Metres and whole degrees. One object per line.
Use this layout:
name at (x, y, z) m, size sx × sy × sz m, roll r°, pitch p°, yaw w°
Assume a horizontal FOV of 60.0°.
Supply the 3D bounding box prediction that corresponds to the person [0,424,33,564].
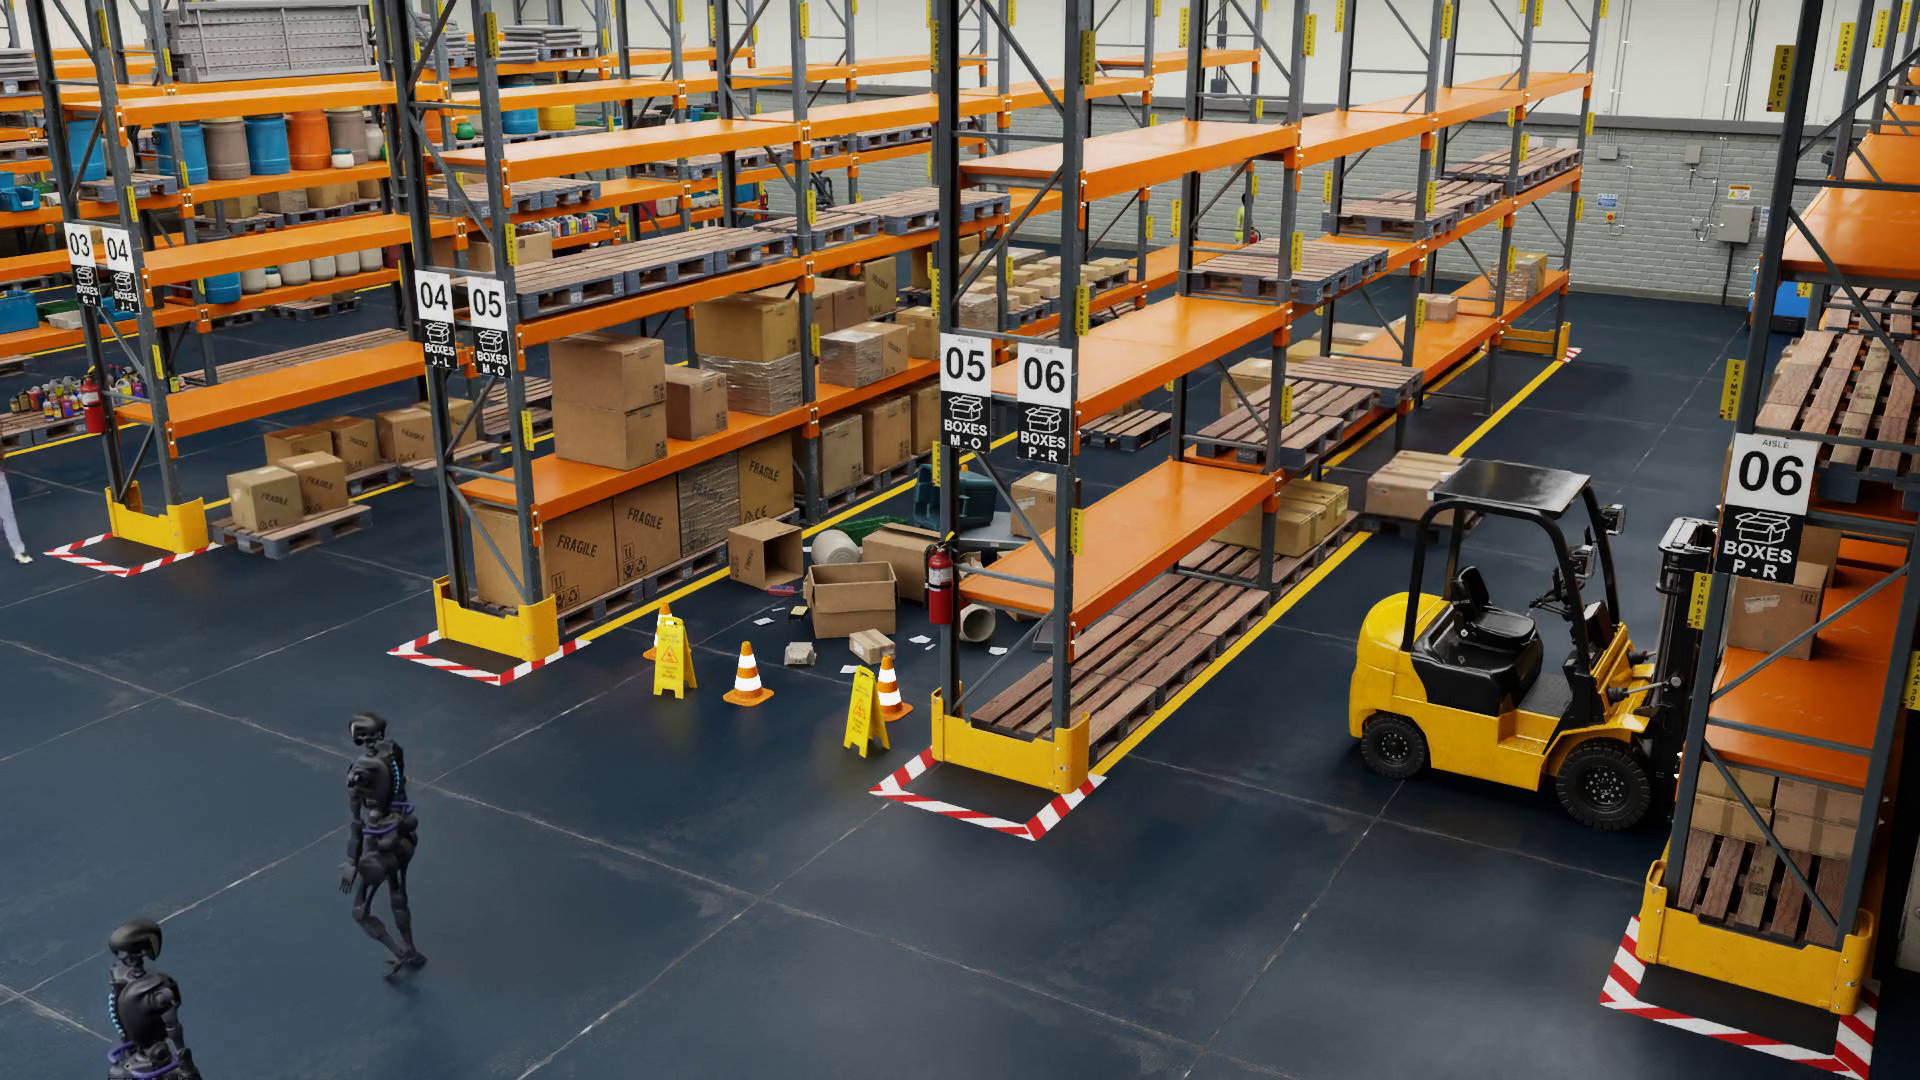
person at (-9.555, -0.625, 16.209) m, size 0.917 × 1.712 × 0.543 m, roll 13°, pitch 23°, yaw 33°

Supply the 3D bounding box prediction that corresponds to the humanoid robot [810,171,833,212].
humanoid robot at (-2.918, -7.015, 34.732) m, size 0.593 × 1.645 × 0.445 m, roll -10°, pitch 21°, yaw -26°

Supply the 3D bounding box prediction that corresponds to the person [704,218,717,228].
person at (-5.241, -7.062, 34.865) m, size 0.489 × 1.688 × 0.351 m, roll -6°, pitch 20°, yaw -17°

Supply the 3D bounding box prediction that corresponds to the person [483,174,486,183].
person at (-10.415, -7.745, 36.661) m, size 0.329 × 1.800 × 0.536 m, roll 13°, pitch 23°, yaw 33°

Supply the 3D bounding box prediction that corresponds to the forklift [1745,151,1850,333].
forklift at (13.620, -4.667, 26.137) m, size 1.873 × 2.768 × 1.129 m, roll 11°, pitch 22°, yaw 29°

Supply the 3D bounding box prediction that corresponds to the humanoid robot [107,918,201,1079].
humanoid robot at (-3.633, 2.448, 7.458) m, size 0.594 × 1.637 × 0.766 m, roll 13°, pitch 23°, yaw 32°

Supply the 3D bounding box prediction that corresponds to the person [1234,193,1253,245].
person at (5.184, -5.514, 30.384) m, size 0.319 × 1.687 × 0.537 m, roll -2°, pitch 19°, yaw -5°

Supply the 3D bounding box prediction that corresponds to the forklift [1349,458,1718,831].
forklift at (3.988, 0.658, 11.776) m, size 2.313 × 2.155 × 1.214 m, roll 11°, pitch 22°, yaw 29°

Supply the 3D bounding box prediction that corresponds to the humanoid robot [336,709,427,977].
humanoid robot at (-3.289, 1.717, 9.492) m, size 0.369 × 1.643 × 0.599 m, roll 4°, pitch 19°, yaw 11°
